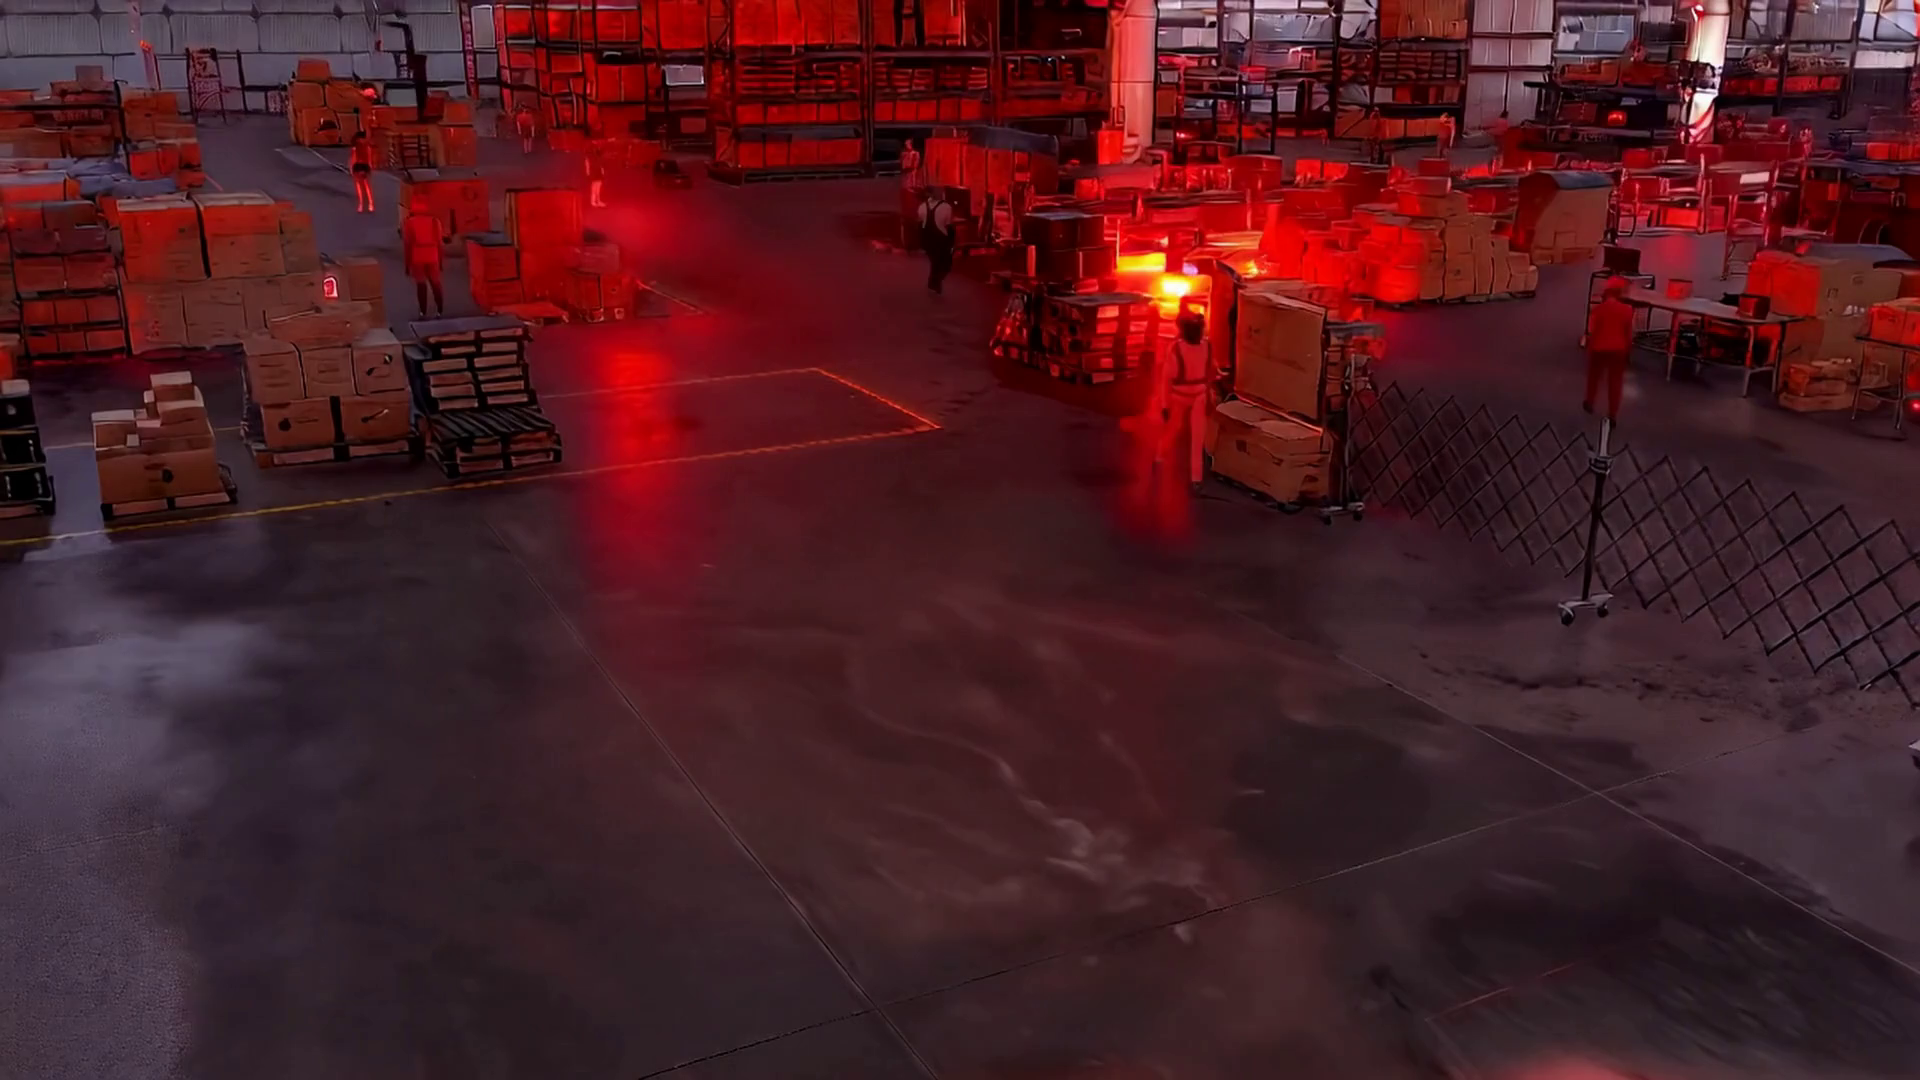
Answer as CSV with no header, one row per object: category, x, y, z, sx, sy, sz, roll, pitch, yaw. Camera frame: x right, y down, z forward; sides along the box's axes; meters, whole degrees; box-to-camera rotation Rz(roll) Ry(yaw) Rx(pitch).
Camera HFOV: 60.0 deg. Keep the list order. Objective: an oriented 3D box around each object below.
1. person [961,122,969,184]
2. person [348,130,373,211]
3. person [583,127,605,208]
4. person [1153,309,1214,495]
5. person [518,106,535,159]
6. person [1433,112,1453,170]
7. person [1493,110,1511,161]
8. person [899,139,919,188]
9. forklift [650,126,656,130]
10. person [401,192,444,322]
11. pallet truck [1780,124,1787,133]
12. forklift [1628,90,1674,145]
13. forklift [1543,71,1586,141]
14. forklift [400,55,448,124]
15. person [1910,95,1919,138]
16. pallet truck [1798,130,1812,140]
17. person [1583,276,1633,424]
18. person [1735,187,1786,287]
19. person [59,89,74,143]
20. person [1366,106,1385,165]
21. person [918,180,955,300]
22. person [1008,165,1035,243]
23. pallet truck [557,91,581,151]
person,0.153,-10.792,46.380,0.319,1.698,0.538,-3,18,-10
person,-14.505,-8.938,40.244,0.539,1.929,0.387,-14,22,-37
person,-9.004,-9.188,40.973,0.401,1.949,0.660,5,18,14
person,2.284,-1.451,17.017,0.589,1.861,0.876,-7,19,-20
person,-14.178,-13.338,54.348,0.534,1.684,0.600,-9,20,-27
person,14.005,-11.541,48.531,0.732,1.809,0.620,-9,20,-25
person,17.504,-12.987,53.390,0.814,1.595,0.521,-5,18,-15
person,-1.226,-9.046,40.982,0.532,1.677,0.481,5,18,15
forklift,-12.160,-17.999,66.948,1.129,2.768,1.873,-9,20,-26
person,-8.284,-4.329,25.683,0.613,2.039,0.393,-13,22,-35
pallet truck,25.206,-12.542,52.601,1.601,1.201,0.680,0,18,-2
forklift,24.711,-15.282,58.477,1.873,2.768,1.129,2,18,7
forklift,18.685,-13.231,52.085,1.873,2.768,1.129,-9,20,-26
forklift,-22.693,-19.038,70.187,1.873,2.768,1.129,-9,20,-26
person,36.209,-16.157,62.761,0.616,1.914,0.953,12,21,32
pallet truck,25.526,-11.556,49.408,1.630,1.274,0.653,-9,20,-26
person,7.709,-2.270,19.789,0.522,1.718,0.954,3,18,9
person,13.711,-5.083,28.367,0.554,1.830,0.913,-17,24,-42
person,-32.368,-15.383,60.363,0.443,1.906,0.601,-13,22,-35
person,12.483,-12.103,50.159,0.394,1.899,0.641,-11,21,-32
person,-0.370,-4.998,27.770,0.702,2.000,0.634,13,22,35
person,1.167,-6.081,31.328,0.543,1.928,0.371,8,20,24
pallet truck,-13.495,-14.412,57.188,0.823,1.965,1.885,-3,18,-9
